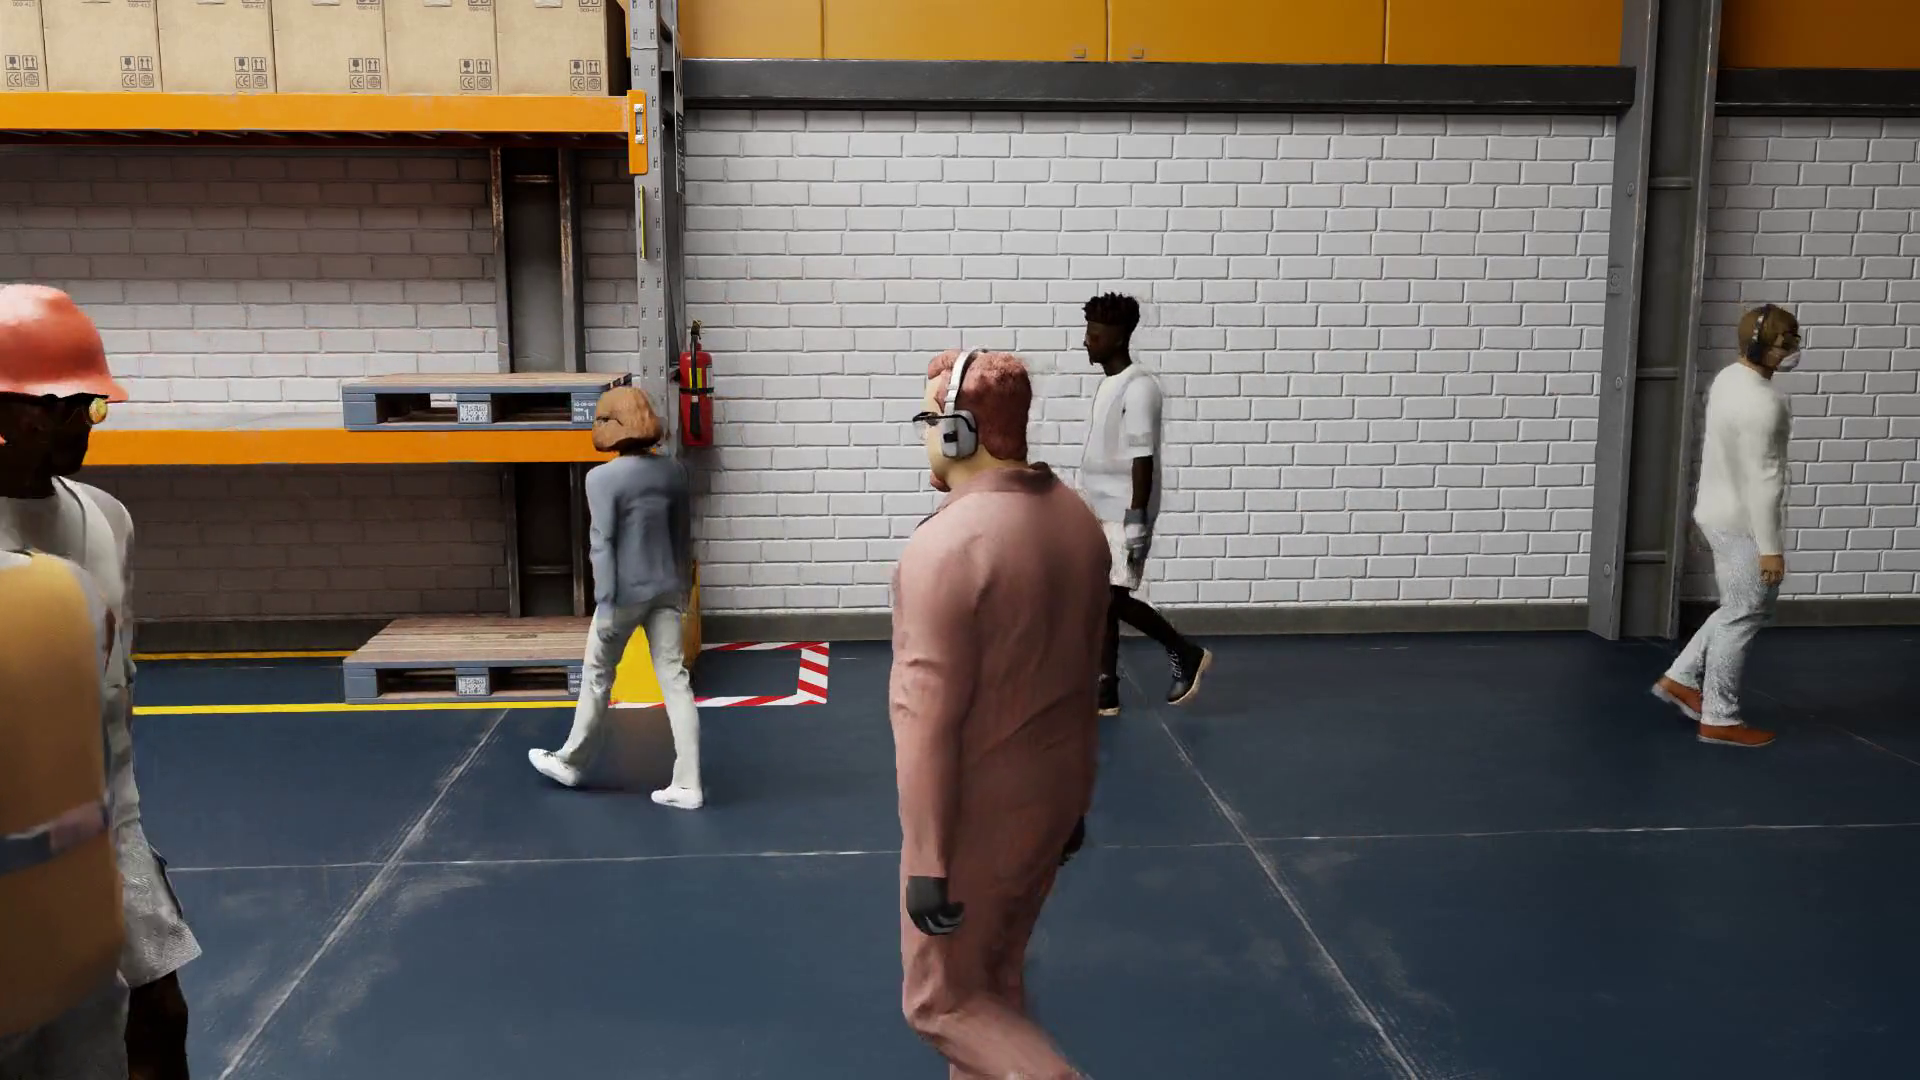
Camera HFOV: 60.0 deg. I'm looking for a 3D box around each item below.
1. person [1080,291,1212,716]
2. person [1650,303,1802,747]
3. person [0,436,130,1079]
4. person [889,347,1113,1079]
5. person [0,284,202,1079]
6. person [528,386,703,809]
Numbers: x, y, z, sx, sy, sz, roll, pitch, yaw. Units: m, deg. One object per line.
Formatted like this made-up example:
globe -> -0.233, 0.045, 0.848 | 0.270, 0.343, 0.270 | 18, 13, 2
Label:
person -> 0.782, -0.142, 7.512 | 0.597, 1.951, 0.621 | -2, 9, -15
person -> 3.296, -0.039, 7.061 | 0.447, 1.912, 0.712 | 3, 9, 16
person -> -1.534, 0.658, 2.617 | 0.493, 1.915, 0.565 | 2, 9, 14
person -> 0.118, 0.551, 3.385 | 0.676, 1.882, 0.655 | 6, 11, 32
person -> -1.782, 0.532, 3.114 | 0.880, 2.011, 0.602 | 3, 10, 18
person -> -1.308, 0.213, 6.376 | 0.834, 1.592, 0.528 | 6, 11, 34
